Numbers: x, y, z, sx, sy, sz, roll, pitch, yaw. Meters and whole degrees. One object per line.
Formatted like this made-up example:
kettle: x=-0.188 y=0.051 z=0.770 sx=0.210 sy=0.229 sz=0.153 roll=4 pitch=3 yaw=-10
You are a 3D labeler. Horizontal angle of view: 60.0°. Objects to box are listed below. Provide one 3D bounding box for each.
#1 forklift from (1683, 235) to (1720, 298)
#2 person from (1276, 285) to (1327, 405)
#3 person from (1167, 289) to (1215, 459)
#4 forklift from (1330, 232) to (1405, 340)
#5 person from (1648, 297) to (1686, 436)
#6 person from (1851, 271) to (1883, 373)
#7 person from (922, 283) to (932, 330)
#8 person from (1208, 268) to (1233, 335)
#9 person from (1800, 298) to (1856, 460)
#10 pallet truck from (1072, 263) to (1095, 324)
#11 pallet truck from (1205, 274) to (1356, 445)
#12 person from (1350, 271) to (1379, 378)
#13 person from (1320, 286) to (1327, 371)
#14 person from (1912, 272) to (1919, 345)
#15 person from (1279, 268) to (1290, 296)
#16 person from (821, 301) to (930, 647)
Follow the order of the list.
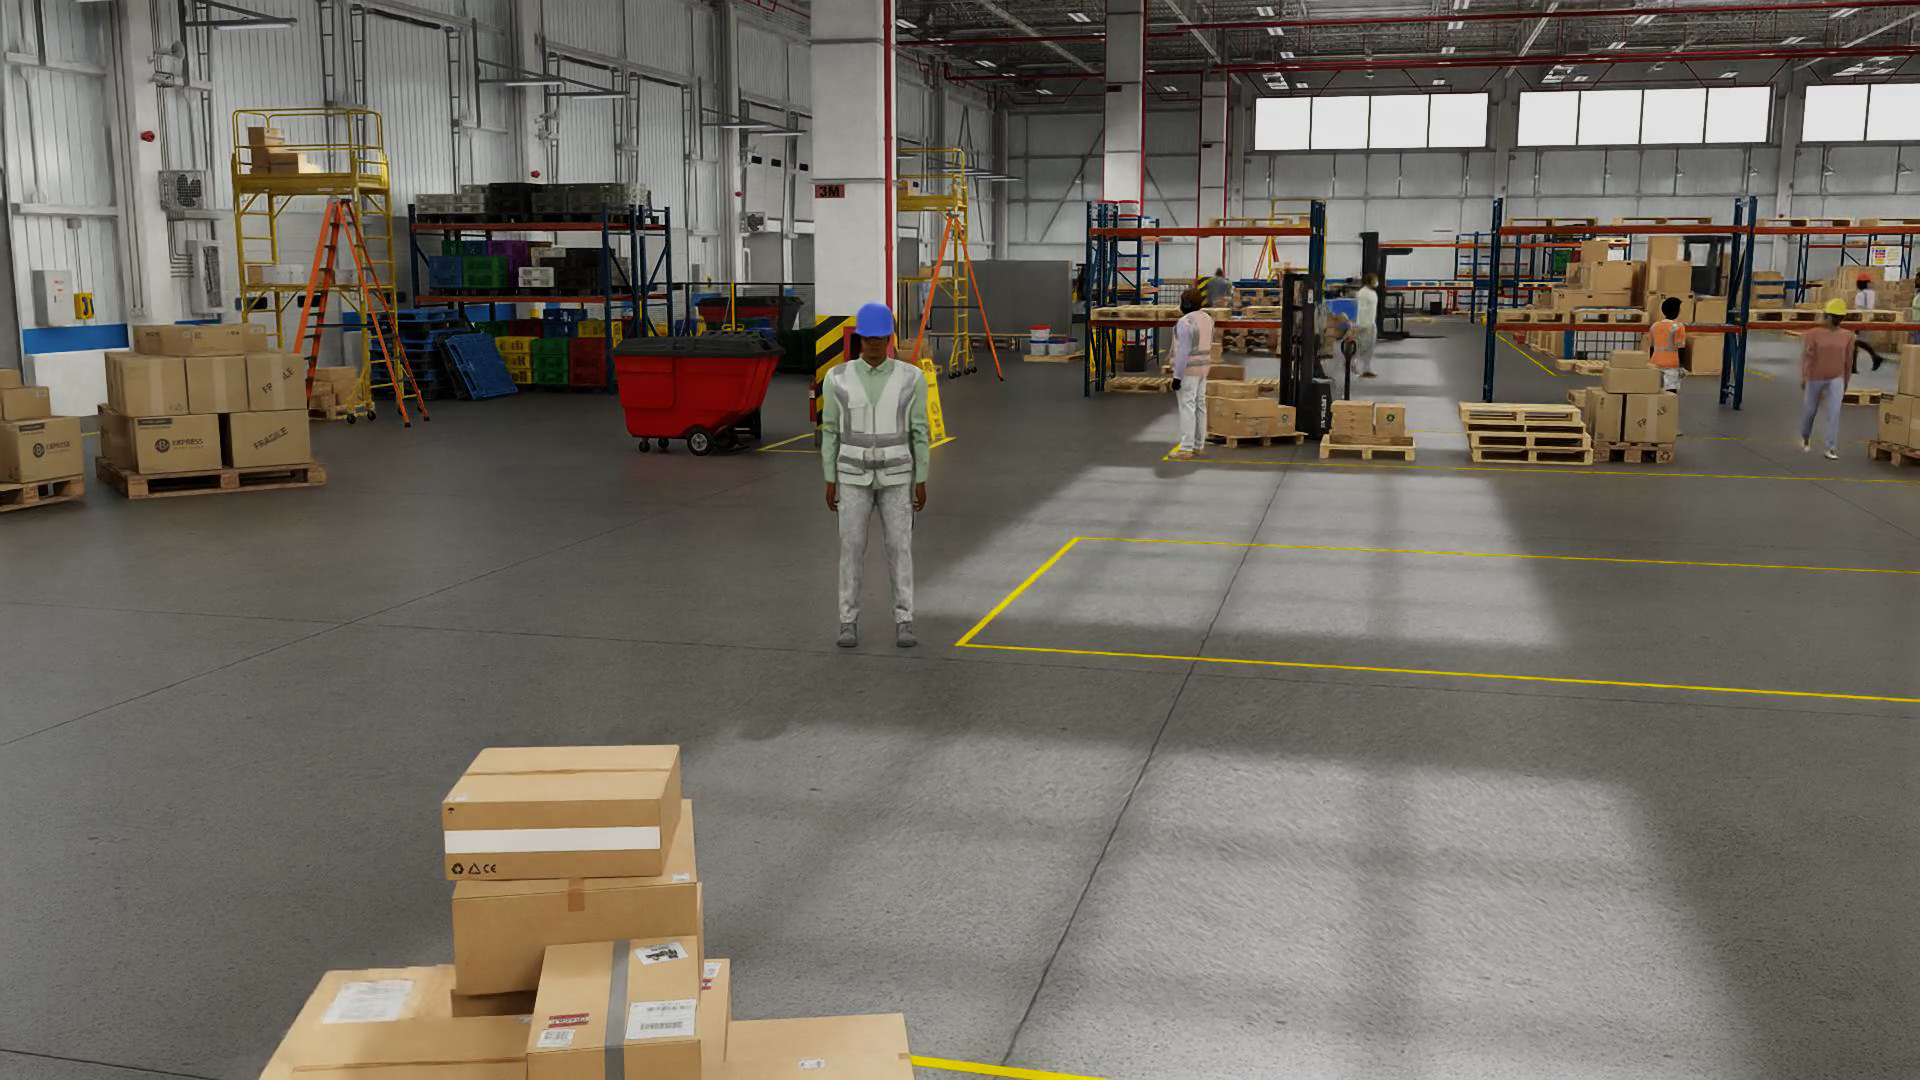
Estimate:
forklift: x=21.792 y=-7.591 z=49.102 sx=1.873 sy=2.768 sz=1.129 roll=-9 pitch=13 yaw=-43
person: x=4.964 y=-2.776 z=23.948 sx=0.968 sy=1.792 sz=0.539 roll=-3 pitch=10 yaw=-16
person: x=2.486 y=-1.796 z=18.033 sx=0.429 sy=1.844 sz=0.625 roll=7 pitch=12 yaw=36
forklift: x=10.660 y=-6.633 z=43.457 sx=1.873 sy=2.768 sz=1.129 roll=1 pitch=10 yaw=8
person: x=8.640 y=-2.112 z=20.320 sx=0.316 sy=1.696 sz=0.541 roll=-4 pitch=11 yaw=-24
person: x=16.934 y=-4.065 z=31.152 sx=0.558 sy=1.926 sz=0.630 roll=-6 pitch=12 yaw=-33
person: x=-0.896 y=-7.317 z=50.290 sx=0.544 sy=1.929 sz=0.388 roll=-7 pitch=12 yaw=-36
person: x=7.098 y=-6.528 z=45.768 sx=0.748 sy=1.890 sz=0.827 roll=8 pitch=12 yaw=38
person: x=9.486 y=-1.783 z=18.239 sx=0.524 sy=1.740 sz=0.802 roll=3 pitch=10 yaw=15
pallet truck: x=4.325 y=-8.180 z=55.162 sx=0.823 sy=1.965 sz=1.885 roll=6 pitch=11 yaw=31
pallet truck: x=3.653 y=-2.138 z=19.590 sx=1.885 sy=1.965 sz=0.823 roll=-4 pitch=10 yaw=-20
person: x=7.363 y=-3.892 z=30.126 sx=0.482 sy=1.924 sz=0.653 roll=7 pitch=12 yaw=37
person: x=6.846 y=-4.117 z=32.009 sx=0.484 sy=1.738 sz=0.321 roll=-3 pitch=10 yaw=-19
person: x=18.167 y=-4.110 z=31.431 sx=0.399 sy=1.920 sz=0.590 roll=3 pitch=10 yaw=19
person: x=10.461 y=-7.741 z=53.010 sx=0.619 sy=1.852 sz=0.452 roll=2 pitch=10 yaw=9
person: x=-0.470 y=-0.352 z=9.265 sx=0.603 sy=1.938 sz=0.425 roll=0 pitch=10 yaw=-1
